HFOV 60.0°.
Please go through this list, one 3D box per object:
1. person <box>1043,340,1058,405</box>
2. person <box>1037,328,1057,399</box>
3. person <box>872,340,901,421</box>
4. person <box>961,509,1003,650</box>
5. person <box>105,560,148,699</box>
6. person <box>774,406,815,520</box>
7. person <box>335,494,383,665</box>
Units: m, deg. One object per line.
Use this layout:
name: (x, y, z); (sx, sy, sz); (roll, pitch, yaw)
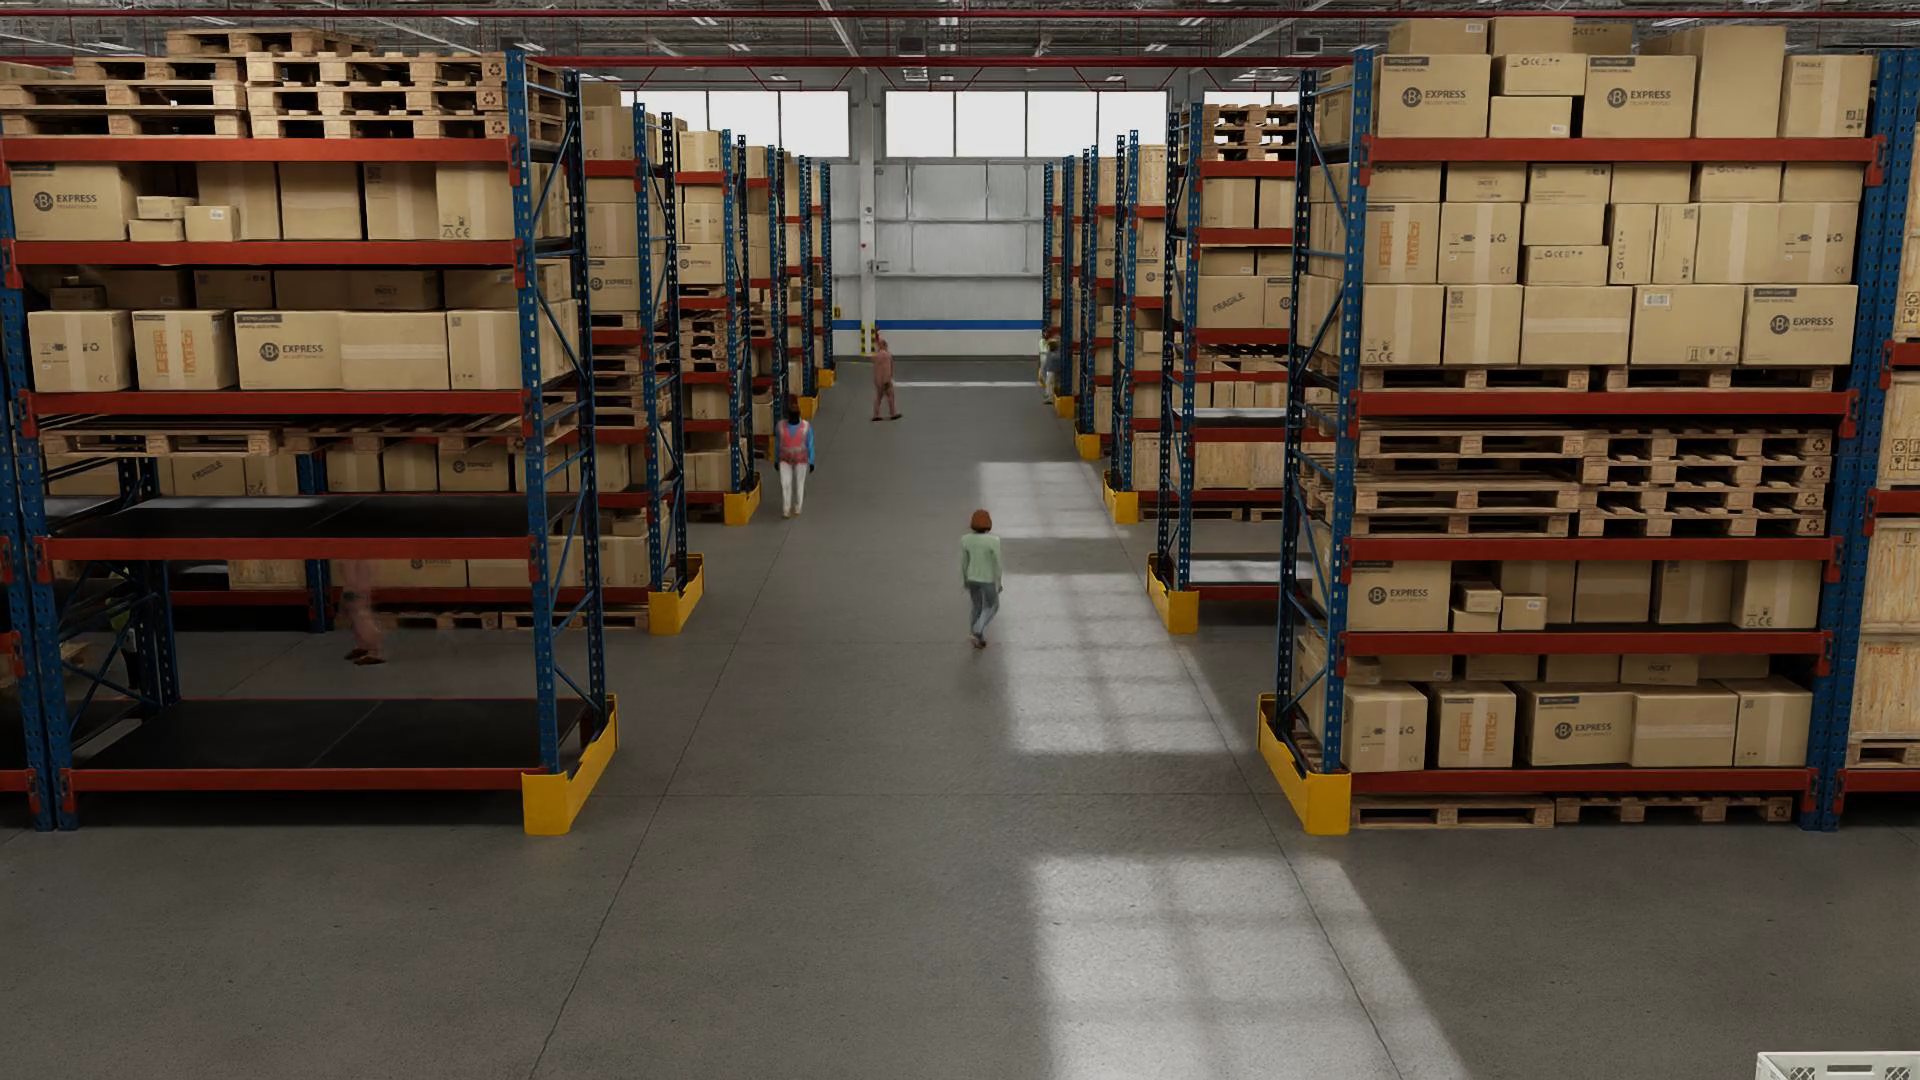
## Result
person: (2.325, -4.209, 41.694); (0.531, 1.614, 0.518); (-5, 12, -22)
person: (2.241, -4.558, 42.882); (0.588, 1.837, 0.437); (10, 15, 41)
person: (-1.724, -3.699, 38.596); (0.894, 1.851, 0.720); (-10, 15, -42)
person: (0.233, 0.454, 18.583); (0.517, 1.616, 0.394); (7, 13, 29)
person: (-8.285, 0.833, 16.513); (0.320, 1.699, 0.531); (-11, 16, -42)
person: (-2.638, -1.225, 26.455); (0.661, 1.794, 0.935); (0, 11, -2)
person: (-6.581, 0.434, 18.006); (0.601, 1.885, 0.670); (-2, 12, -8)
